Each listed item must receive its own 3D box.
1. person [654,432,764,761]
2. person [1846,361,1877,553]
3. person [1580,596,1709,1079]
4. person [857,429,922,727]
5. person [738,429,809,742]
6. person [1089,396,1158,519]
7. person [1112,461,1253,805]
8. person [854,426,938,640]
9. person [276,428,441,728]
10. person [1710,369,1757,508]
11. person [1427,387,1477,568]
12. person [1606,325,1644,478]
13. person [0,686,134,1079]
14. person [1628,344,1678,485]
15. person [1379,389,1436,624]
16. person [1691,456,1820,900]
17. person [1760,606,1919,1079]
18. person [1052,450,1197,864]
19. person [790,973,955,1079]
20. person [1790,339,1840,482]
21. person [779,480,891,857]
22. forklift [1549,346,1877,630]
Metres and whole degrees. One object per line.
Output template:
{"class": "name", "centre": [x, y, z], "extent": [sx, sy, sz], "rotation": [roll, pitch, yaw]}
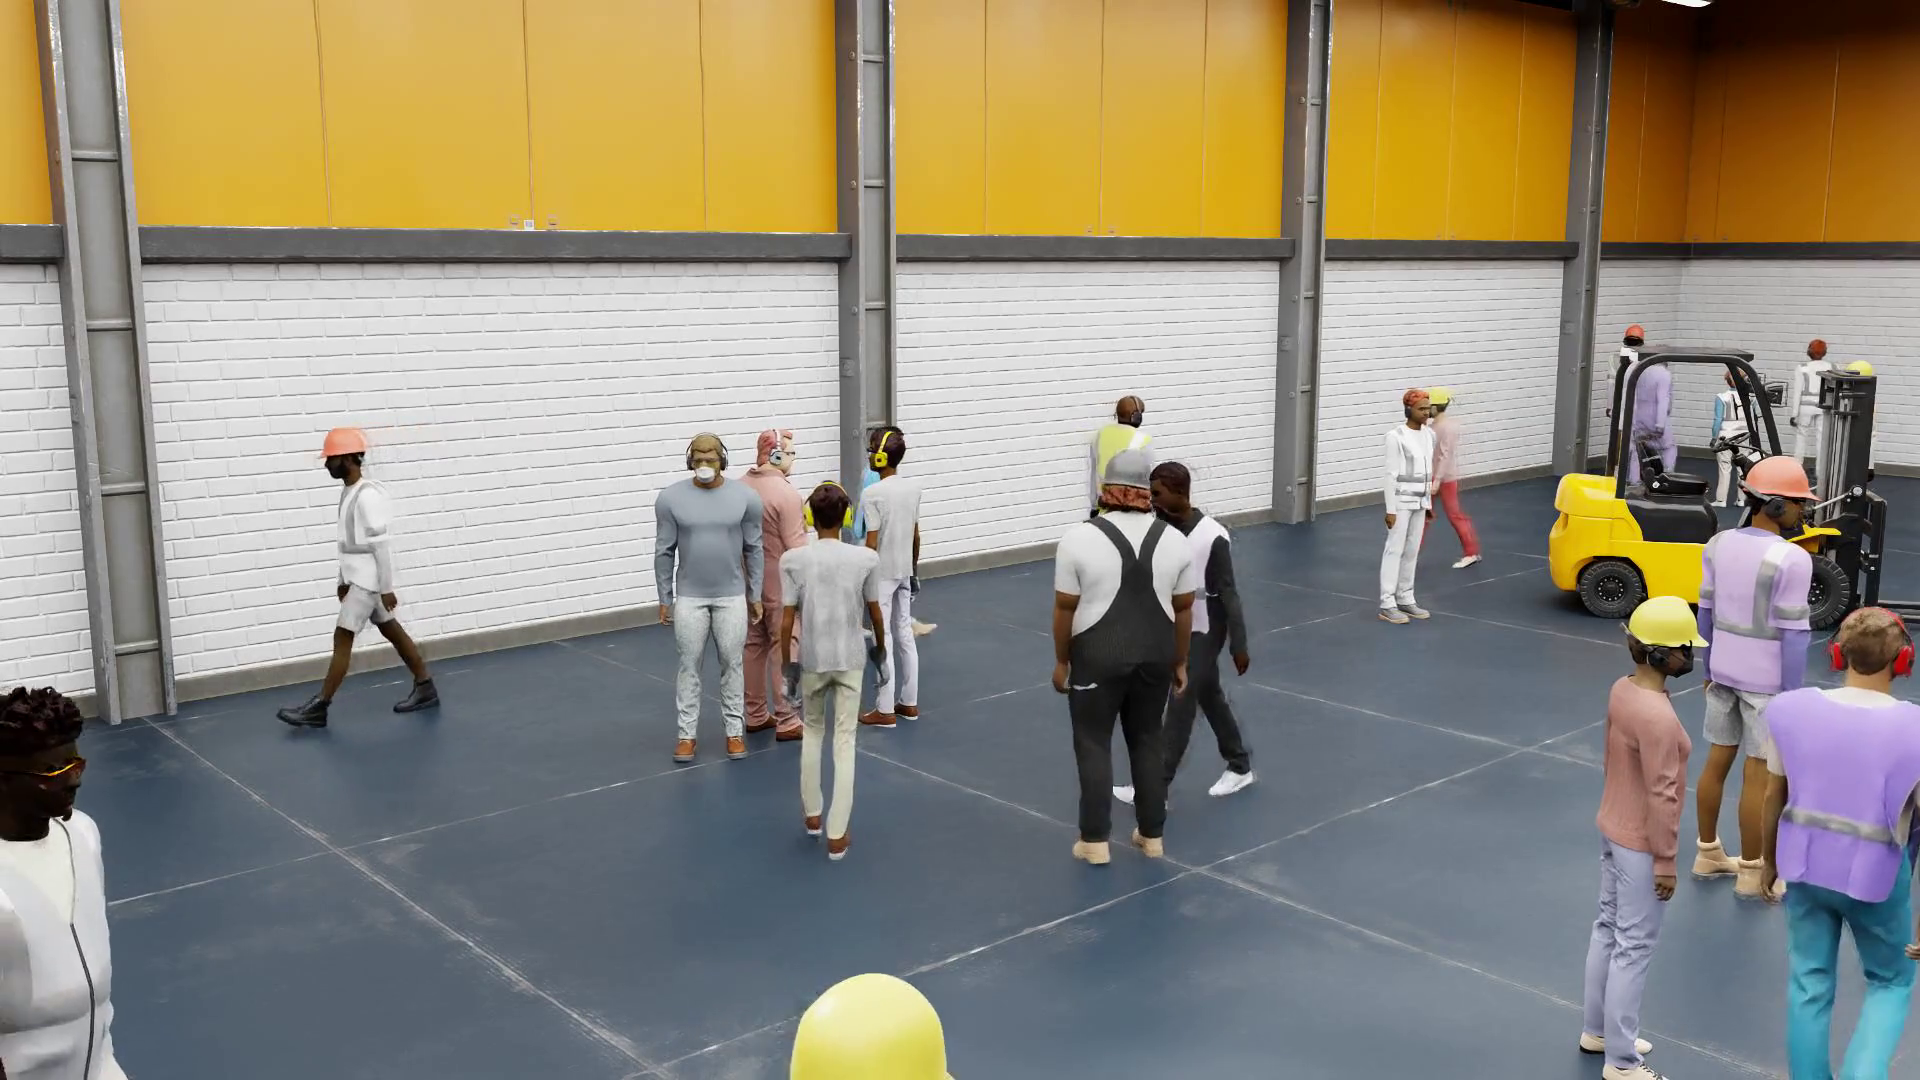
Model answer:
{"class": "person", "centre": [-1.456, 0.331, 9.706], "extent": [0.635, 1.936, 0.354], "rotation": [-1, 10, -8]}
{"class": "person", "centre": [8.711, -0.788, 16.280], "extent": [0.369, 1.928, 0.585], "rotation": [-3, 10, -18]}
{"class": "person", "centre": [2.436, 1.065, 5.909], "extent": [0.312, 1.767, 0.533], "rotation": [1, 10, 5]}
{"class": "person", "centre": [-0.455, 0.237, 10.439], "extent": [0.322, 1.876, 0.531], "rotation": [8, 13, 40]}
{"class": "person", "centre": [-1.119, 0.272, 10.159], "extent": [0.404, 1.903, 0.636], "rotation": [-9, 13, -43]}
{"class": "person", "centre": [1.445, -0.280, 13.654], "extent": [0.866, 1.807, 0.651], "rotation": [-9, 13, -42]}
{"class": "person", "centre": [1.228, 0.508, 8.888], "extent": [1.004, 1.863, 0.625], "rotation": [-5, 11, -25]}
{"class": "person", "centre": [-0.551, -0.043, 12.709], "extent": [0.833, 1.649, 0.539], "rotation": [1, 10, 4]}
{"class": "person", "centre": [-3.802, 0.226, 10.510], "extent": [1.028, 1.875, 0.547], "rotation": [-5, 11, -29]}
{"class": "person", "centre": [9.031, -1.183, 19.436], "extent": [0.514, 1.640, 0.310], "rotation": [-1, 10, -5]}
{"class": "person", "centre": [4.498, -0.574, 15.634], "extent": [0.899, 1.721, 0.533], "rotation": [-2, 10, -13]}
{"class": "person", "centre": [8.809, -1.800, 21.870], "extent": [0.606, 2.044, 0.373], "rotation": [4, 10, 20]}
{"class": "person", "centre": [-2.150, 1.304, 4.044], "extent": [0.951, 1.920, 0.616], "rotation": [2, 10, 12]}
{"class": "person", "centre": [8.562, -1.448, 20.298], "extent": [0.800, 1.872, 0.667], "rotation": [-2, 10, -11]}
{"class": "person", "centre": [3.626, -0.276, 13.422], "extent": [0.576, 1.881, 0.354], "rotation": [-8, 12, -38]}
{"class": "person", "centre": [3.669, 0.627, 7.672], "extent": [0.395, 2.040, 0.609], "rotation": [-3, 10, -16]}
{"class": "person", "centre": [2.884, 1.119, 5.418], "extent": [0.573, 1.822, 0.439], "rotation": [9, 13, 41]}
{"class": "person", "centre": [0.781, 0.546, 8.146], "extent": [0.700, 2.000, 0.546], "rotation": [-3, 10, -16]}
{"class": "person", "centre": [-0.099, 1.577, 2.610], "extent": [0.924, 1.874, 0.581], "rotation": [-9, 13, -43]}
{"class": "person", "centre": [11.175, -1.692, 21.784], "extent": [0.587, 1.882, 0.481], "rotation": [2, 10, 9]}
{"class": "person", "centre": [-0.614, 0.614, 8.321], "extent": [0.527, 1.849, 0.696], "rotation": [0, 10, 1]}
{"class": "forklift", "centre": [6.109, -0.478, 13.691], "extent": [2.313, 2.155, 1.214], "rotation": [3, 10, 16]}
